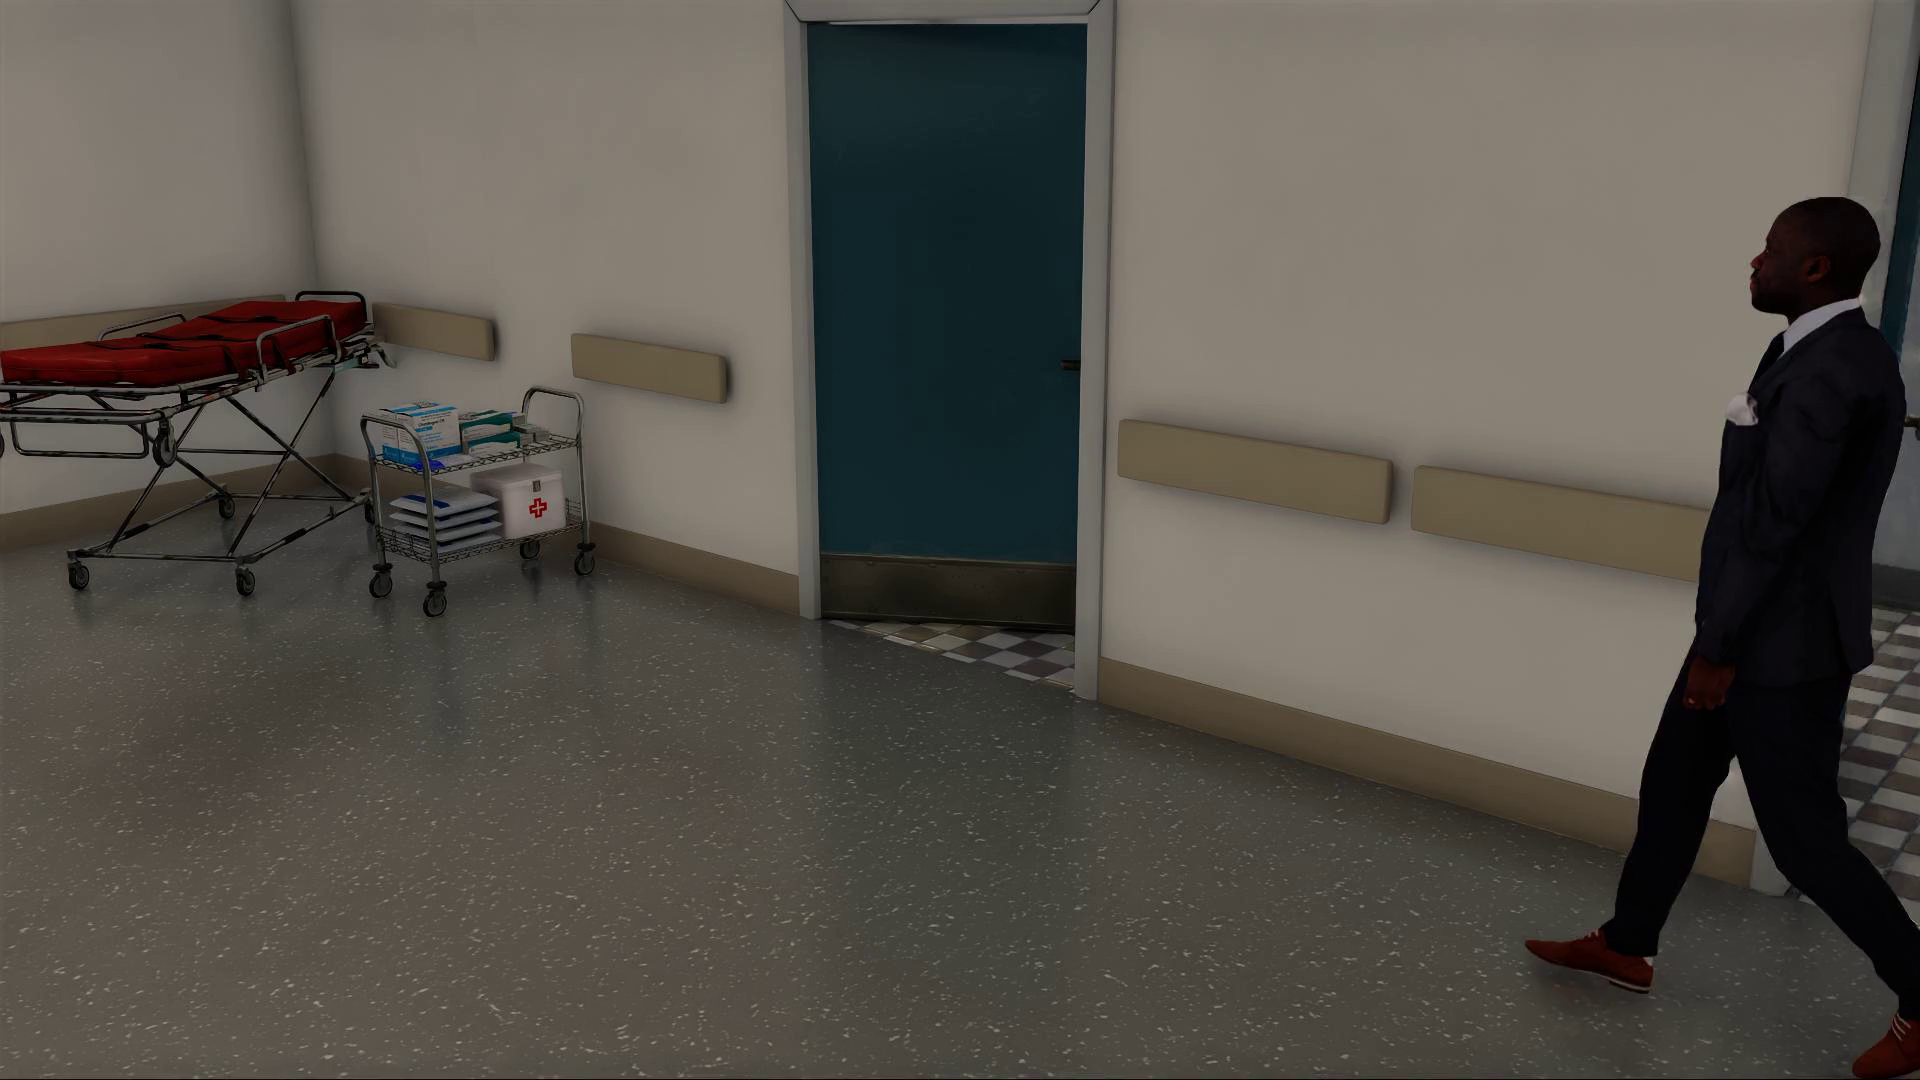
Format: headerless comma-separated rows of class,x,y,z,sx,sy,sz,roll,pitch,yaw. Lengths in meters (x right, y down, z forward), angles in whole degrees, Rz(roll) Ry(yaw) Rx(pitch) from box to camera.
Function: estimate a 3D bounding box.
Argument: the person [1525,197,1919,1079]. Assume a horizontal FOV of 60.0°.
person,1.759,0.236,3.398,1.218,1.803,0.844,8,18,27
